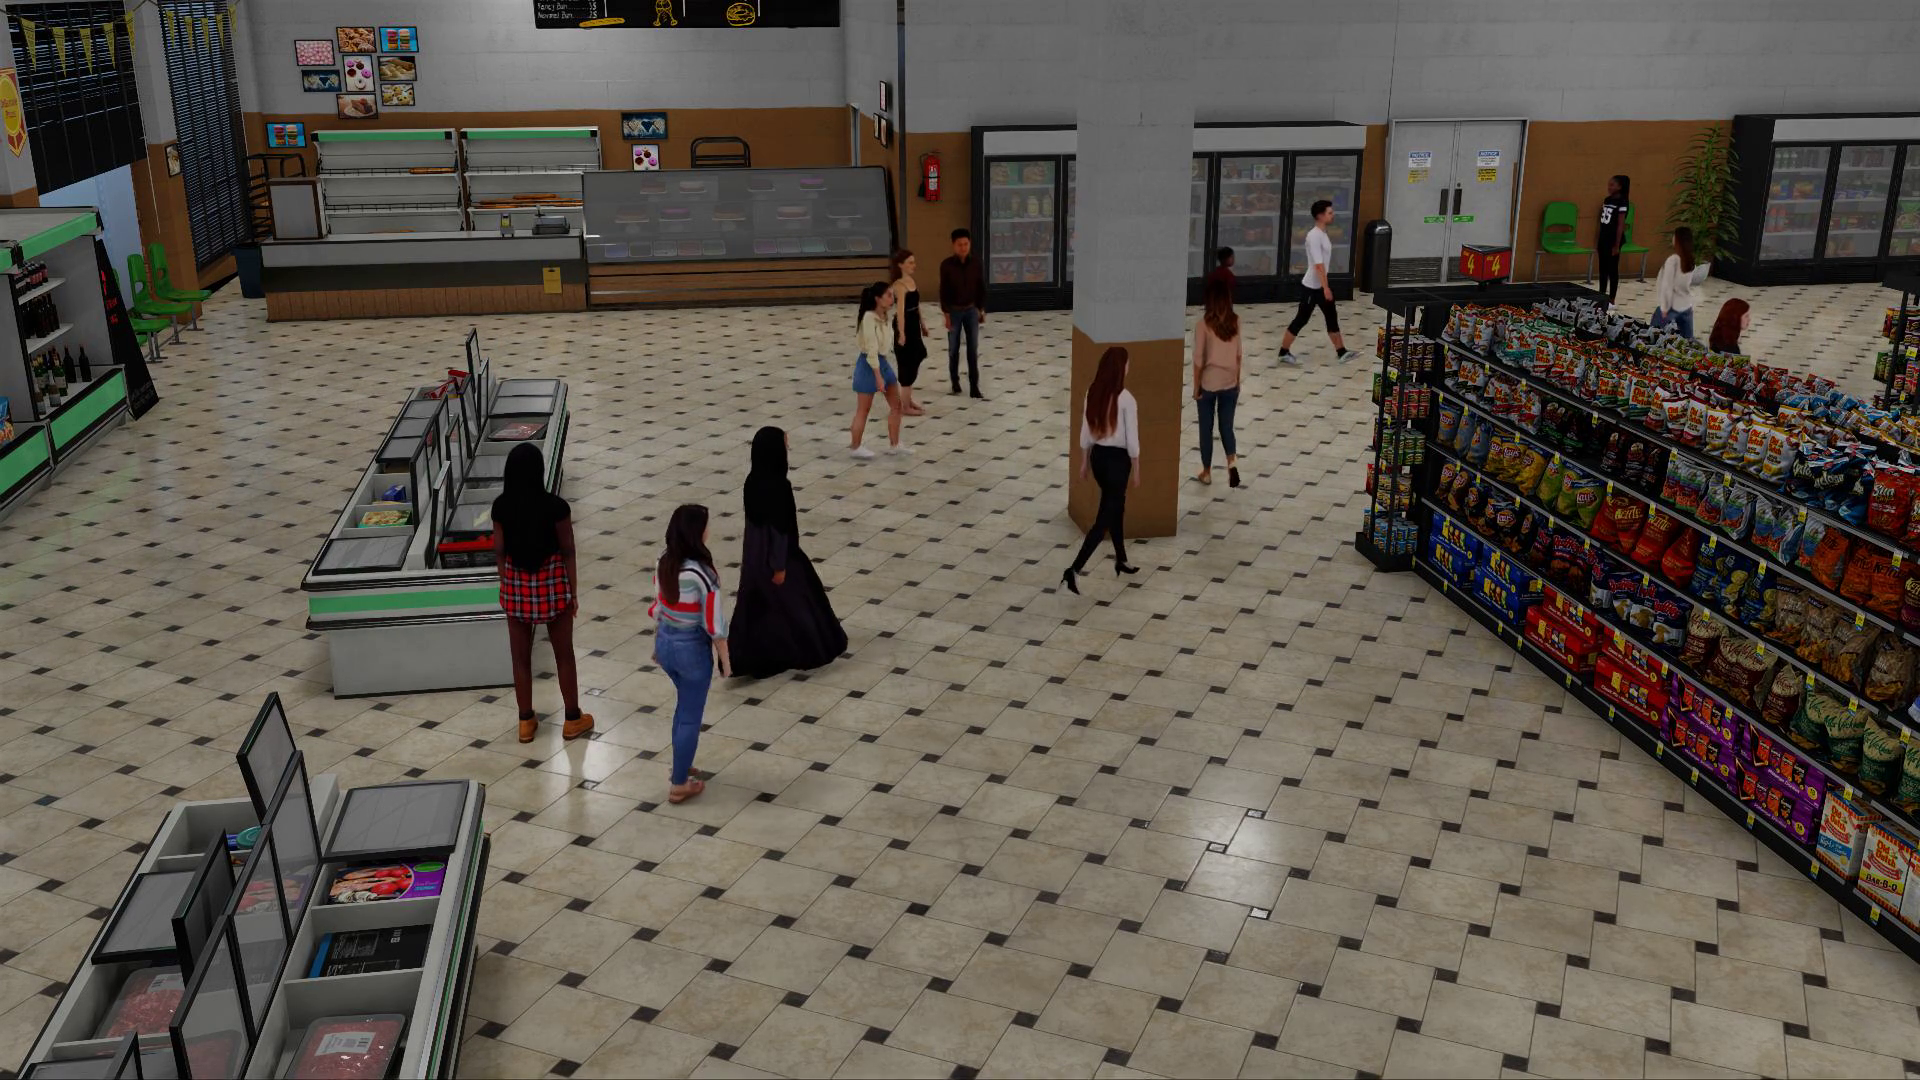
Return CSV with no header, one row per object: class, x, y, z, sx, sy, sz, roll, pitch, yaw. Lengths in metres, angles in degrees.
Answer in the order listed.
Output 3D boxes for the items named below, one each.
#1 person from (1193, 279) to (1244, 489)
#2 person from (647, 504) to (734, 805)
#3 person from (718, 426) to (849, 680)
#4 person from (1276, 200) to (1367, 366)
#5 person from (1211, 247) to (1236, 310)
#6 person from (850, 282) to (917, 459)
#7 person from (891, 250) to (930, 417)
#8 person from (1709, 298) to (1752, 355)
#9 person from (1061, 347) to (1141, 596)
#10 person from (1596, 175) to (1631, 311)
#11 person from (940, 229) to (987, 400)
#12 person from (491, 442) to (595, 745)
person,2.182,-1.266,13.869,0.603,1.771,0.931,-3,19,-9
person,-1.477,0.610,8.584,0.724,1.595,0.788,12,22,31
person,-1.210,0.098,10.087,0.962,1.603,1.114,-12,22,-31
person,3.822,-2.792,18.341,1.152,1.808,1.231,7,20,21
person,2.926,-2.694,18.933,0.657,1.242,0.568,-12,22,-31
person,-0.844,-1.497,14.817,0.932,1.604,0.896,9,20,24
person,-0.562,-2.074,16.506,0.718,1.618,0.633,5,19,15
person,5.984,-1.026,13.130,0.739,1.789,0.660,8,20,23
person,0.976,-0.433,11.477,1.094,1.722,1.158,-17,25,-41
person,8.494,-3.883,21.695,0.662,1.731,0.496,-4,19,-12
person,0.004,-2.322,17.066,0.667,1.730,0.972,-5,19,-15
person,-2.365,0.295,9.311,0.650,1.727,0.644,0,19,-1
